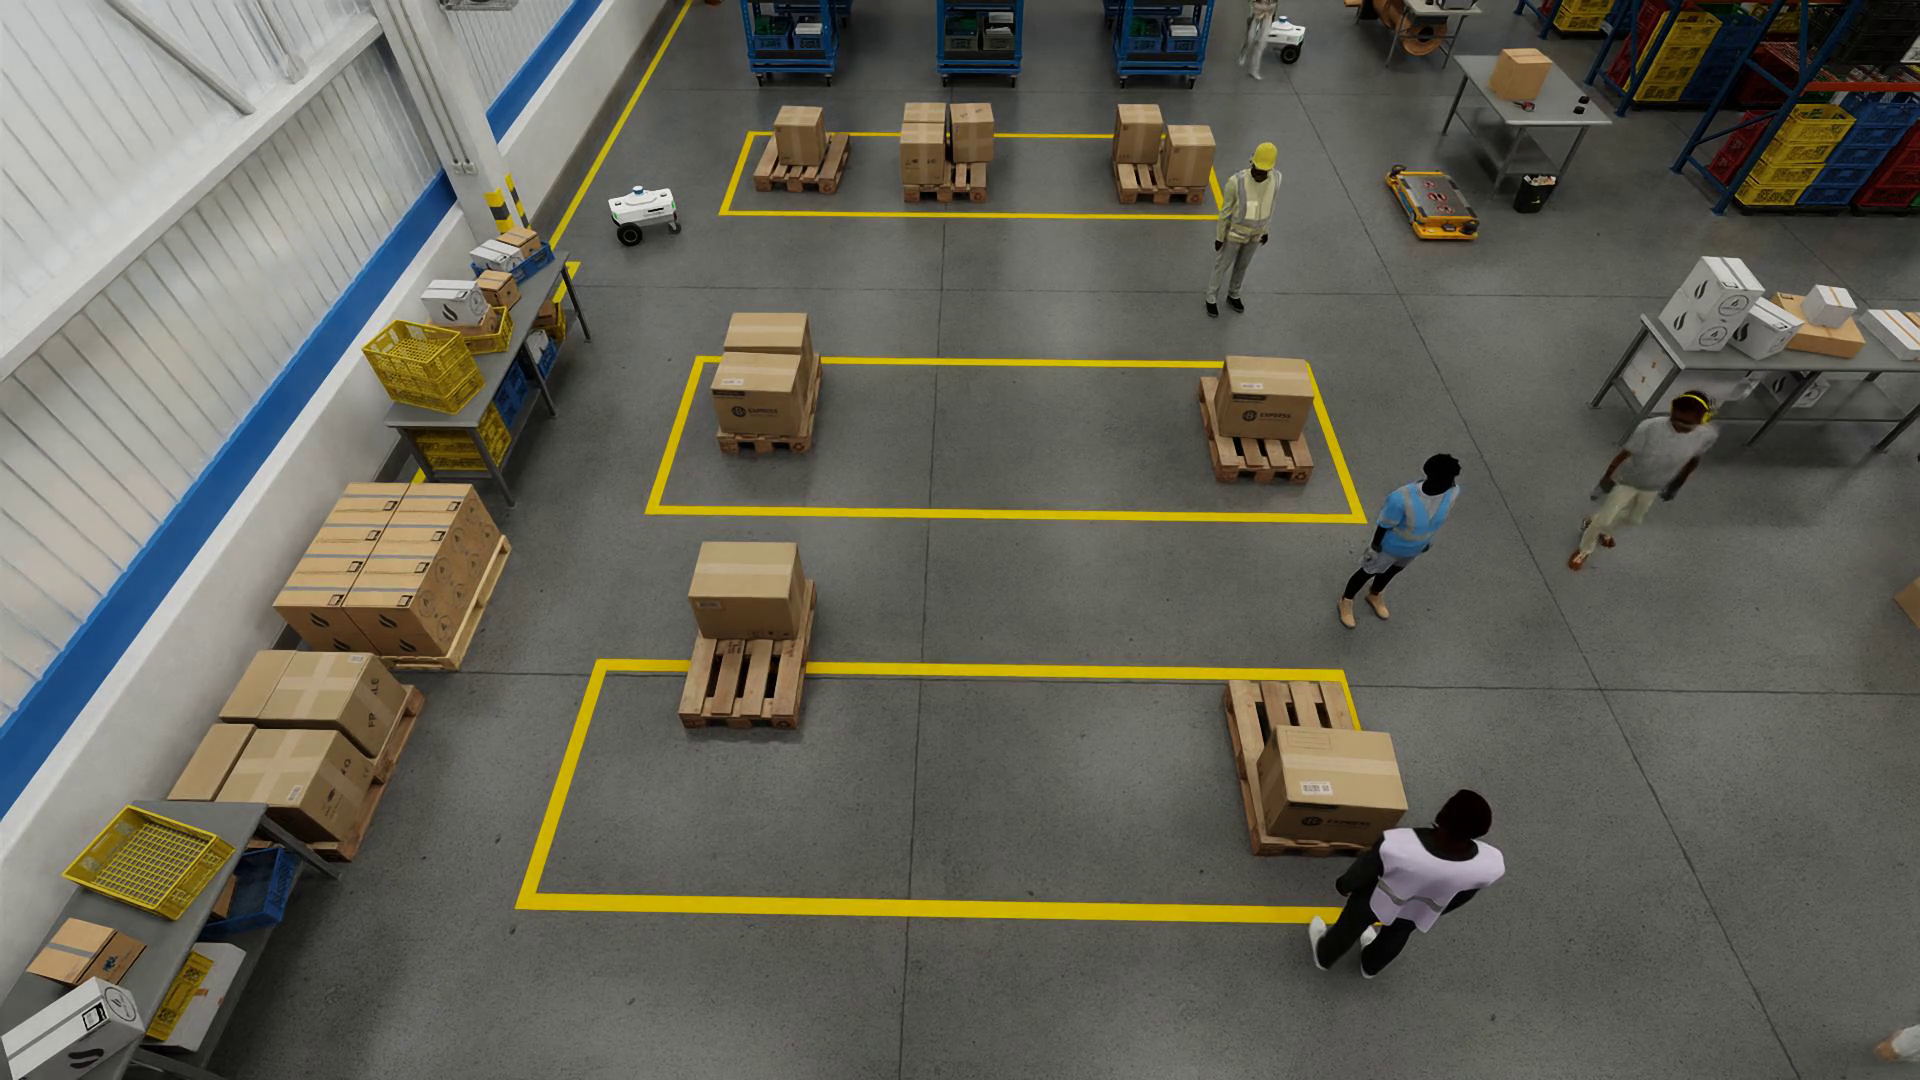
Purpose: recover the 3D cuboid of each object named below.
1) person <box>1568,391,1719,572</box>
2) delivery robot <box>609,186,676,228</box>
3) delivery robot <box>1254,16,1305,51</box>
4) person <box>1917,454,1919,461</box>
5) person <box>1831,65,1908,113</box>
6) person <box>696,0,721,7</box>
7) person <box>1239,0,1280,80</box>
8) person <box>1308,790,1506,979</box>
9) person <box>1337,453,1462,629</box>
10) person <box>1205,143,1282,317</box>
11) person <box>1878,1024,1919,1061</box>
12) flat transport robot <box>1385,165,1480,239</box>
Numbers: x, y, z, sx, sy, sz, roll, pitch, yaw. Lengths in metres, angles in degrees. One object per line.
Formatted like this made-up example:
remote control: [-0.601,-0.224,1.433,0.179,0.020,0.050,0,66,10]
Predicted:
person: [5.117,-0.479,6.909,0.592,1.827,0.630,11,50,9]
delivery robot: [-3.662,-3.847,10.599,0.707,0.478,0.477,-17,51,-14]
delivery robot: [4.839,-7.676,13.913,0.707,0.478,0.477,14,51,12]
person: [8.975,-1.089,7.408,0.847,1.872,0.660,31,56,24]
person: [11.892,-6.177,11.803,0.576,1.884,0.355,32,56,25]
person: [-4.266,-9.772,14.882,0.475,1.946,0.788,-11,50,-9]
person: [4.315,-7.572,13.195,0.534,1.614,0.608,-10,50,-9]
person: [2.312,1.871,4.822,0.593,1.910,0.385,7,50,6]
person: [3.158,0.016,6.564,0.541,1.695,0.316,-12,50,-10]
person: [2.842,-3.082,9.160,0.601,1.825,0.404,-13,50,-11]
person: [5.199,2.406,4.415,0.619,1.819,0.656,-21,52,-17]
flat transport robot: [5.692,-4.094,11.059,0.652,0.197,1.431,1,49,1]
